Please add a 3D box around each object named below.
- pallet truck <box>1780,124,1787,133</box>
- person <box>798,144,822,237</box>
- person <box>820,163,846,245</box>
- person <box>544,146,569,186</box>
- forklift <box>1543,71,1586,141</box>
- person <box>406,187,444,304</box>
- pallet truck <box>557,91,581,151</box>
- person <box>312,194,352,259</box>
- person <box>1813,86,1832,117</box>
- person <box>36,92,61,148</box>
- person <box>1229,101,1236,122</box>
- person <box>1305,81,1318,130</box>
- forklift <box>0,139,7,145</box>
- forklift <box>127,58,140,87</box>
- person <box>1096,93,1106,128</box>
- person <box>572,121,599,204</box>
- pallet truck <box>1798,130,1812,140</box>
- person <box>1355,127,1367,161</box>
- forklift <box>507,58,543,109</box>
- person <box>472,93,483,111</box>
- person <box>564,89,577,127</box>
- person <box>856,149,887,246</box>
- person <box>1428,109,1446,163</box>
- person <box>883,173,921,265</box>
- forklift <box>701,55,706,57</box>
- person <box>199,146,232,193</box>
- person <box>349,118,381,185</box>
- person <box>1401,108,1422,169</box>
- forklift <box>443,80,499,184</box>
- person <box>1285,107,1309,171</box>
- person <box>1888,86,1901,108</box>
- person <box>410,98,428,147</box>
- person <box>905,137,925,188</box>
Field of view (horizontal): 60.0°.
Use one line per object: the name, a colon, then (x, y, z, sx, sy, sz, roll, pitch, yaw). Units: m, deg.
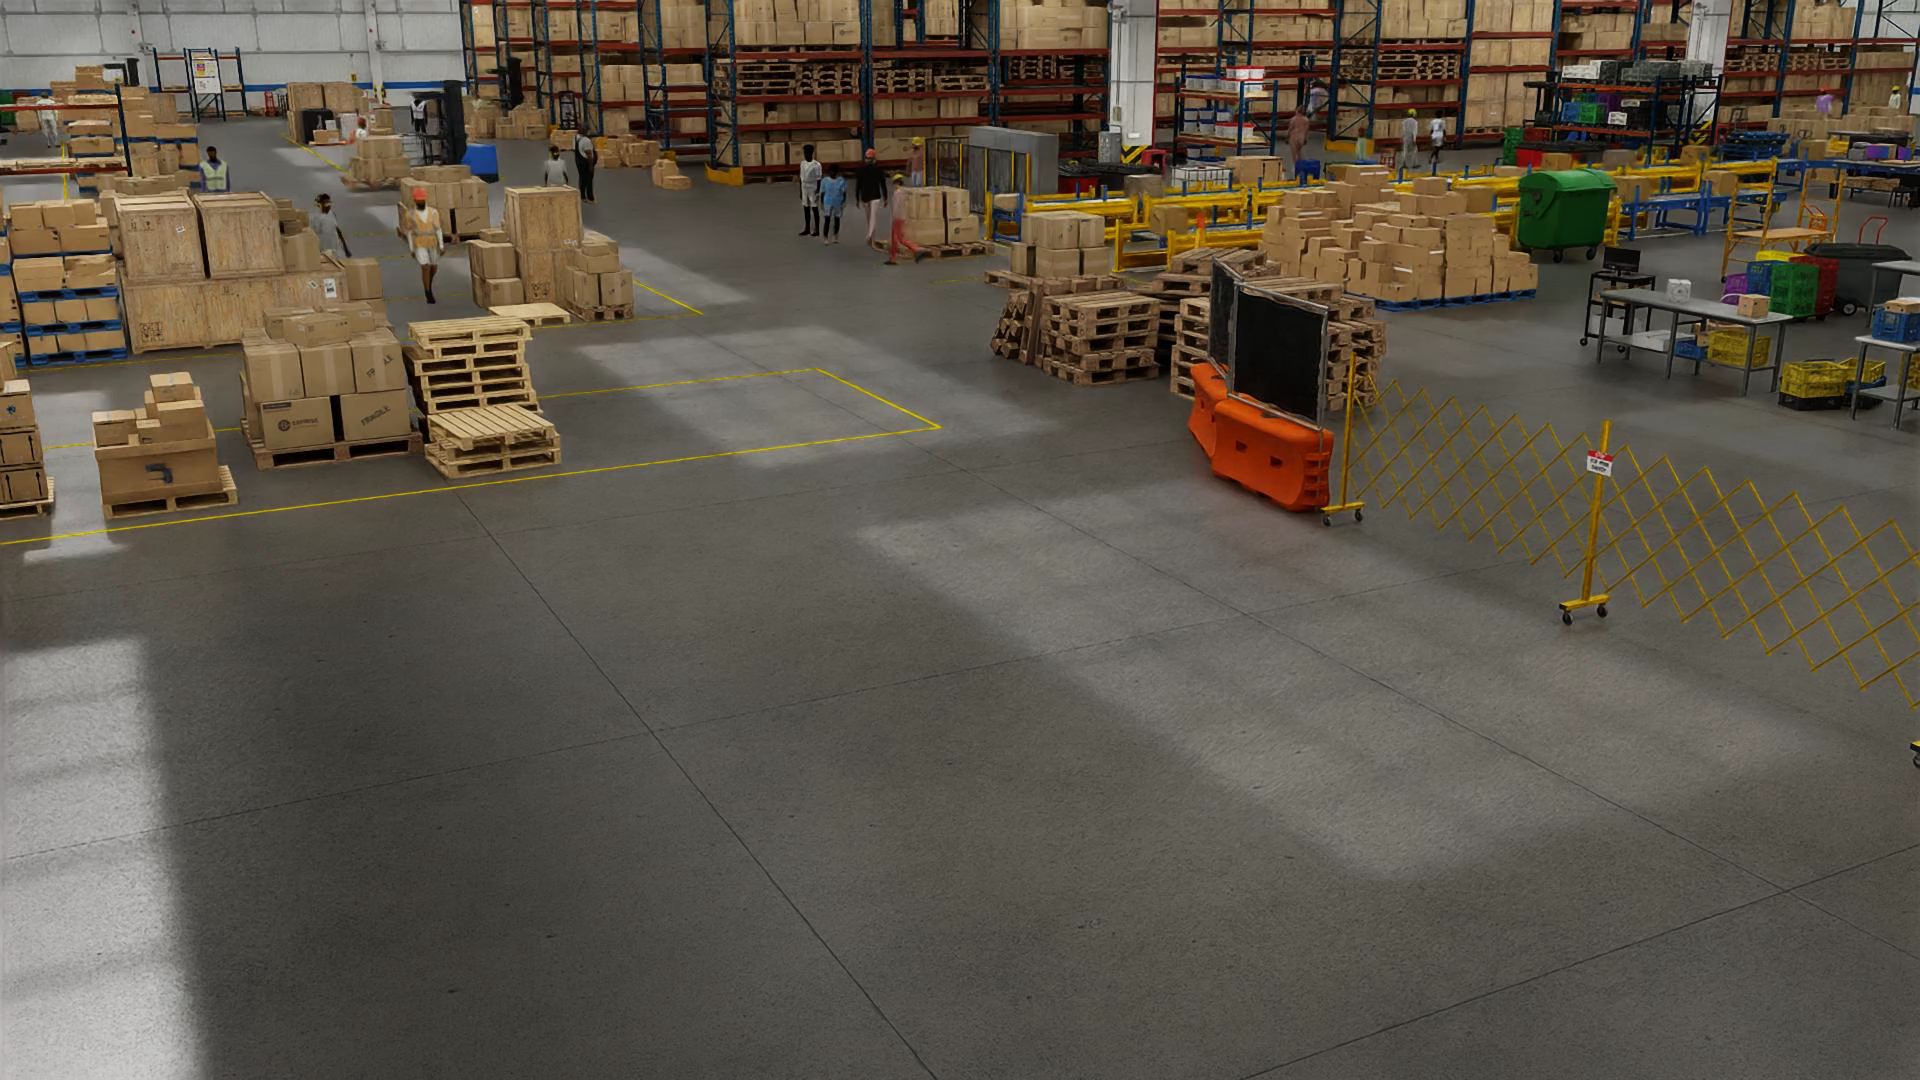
pallet truck: (25.206, -12.542, 52.601, 1.601, 1.201, 0.680, 0, 18, -2)
person: (-3.220, -7.484, 35.638, 0.604, 1.966, 0.367, 14, 22, 37)
person: (-2.633, -6.974, 34.512, 0.549, 1.677, 0.539, -3, 18, -9)
person: (-8.971, -7.850, 37.023, 0.967, 1.827, 0.538, 17, 24, 42)
forklift: (18.685, -13.231, 52.085, 1.873, 2.768, 1.129, -9, 20, -26)
person: (-8.957, -4.947, 27.807, 0.544, 1.918, 0.773, -11, 21, -30)
pallet truck: (-13.495, -14.412, 57.188, 0.823, 1.965, 1.885, -3, 18, -9)
person: (-10.467, -4.832, 27.611, 0.975, 1.828, 0.513, 6, 19, 18)
person: (32.483, -16.171, 62.830, 0.941, 1.892, 0.576, -10, 20, -28)
person: (-31.867, -14.686, 58.136, 0.628, 1.940, 0.377, -5, 19, -16)
person: (9.741, -15.142, 60.083, 0.546, 1.622, 0.506, 5, 18, 15)
person: (14.151, -17.475, 66.851, 0.451, 1.921, 0.652, -4, 18, -11)
forklift: (-35.006, -15.382, 58.790, 1.873, 2.768, 1.129, -9, 20, -26)
forklift: (-32.384, -17.515, 65.438, 1.873, 2.768, 1.129, -9, 20, -26)
person: (5.825, -17.786, 68.063, 0.641, 1.780, 0.844, -2, 18, -7)
person: (-9.350, -9.456, 41.667, 0.536, 2.000, 0.687, -15, 23, -39)
pallet truck: (25.526, -11.556, 49.408, 1.630, 1.274, 0.653, -9, 20, -26)
person: (11.059, -10.527, 45.690, 0.609, 1.613, 0.509, -1, 18, -4)
forklift: (-17.451, -17.546, 65.536, 1.873, 2.768, 1.129, -9, 20, -26)
person: (-18.424, -16.326, 63.770, 0.519, 1.616, 0.678, 6, 19, 18)
person: (-14.386, -15.684, 61.403, 0.429, 1.845, 0.621, 9, 20, 25)
person: (-1.849, -7.097, 34.479, 0.647, 1.953, 0.998, 3, 18, 10)
person: (14.982, -12.678, 52.281, 0.699, 1.679, 0.535, -11, 21, -30)
person: (-1.107, -6.121, 31.775, 0.688, 1.711, 0.556, 2, 18, 5)
forklift: (-10.399, -18.658, 69.003, 1.873, 2.768, 1.129, -9, 20, -26)
person: (-16.088, -7.566, 36.010, 0.592, 1.904, 0.462, -11, 21, -30)
person: (-16.439, -10.648, 45.684, 0.795, 1.862, 0.588, -13, 22, -36)
person: (13.766, -12.192, 50.571, 0.807, 1.800, 0.626, -11, 21, -30)
forklift: (-13.879, -11.261, 45.940, 1.873, 2.768, 1.129, -9, 20, -26)
person: (10.128, -12.128, 50.259, 0.648, 1.885, 0.727, -6, 19, -19)
person: (36.961, -17.084, 65.891, 0.315, 1.767, 0.535, -4, 18, -12)
person: (-19.007, -14.788, 58.510, 0.594, 1.910, 0.382, 3, 18, 9)
person: (-1.089, -8.962, 40.615, 0.577, 1.732, 0.566, 12, 21, 33)
